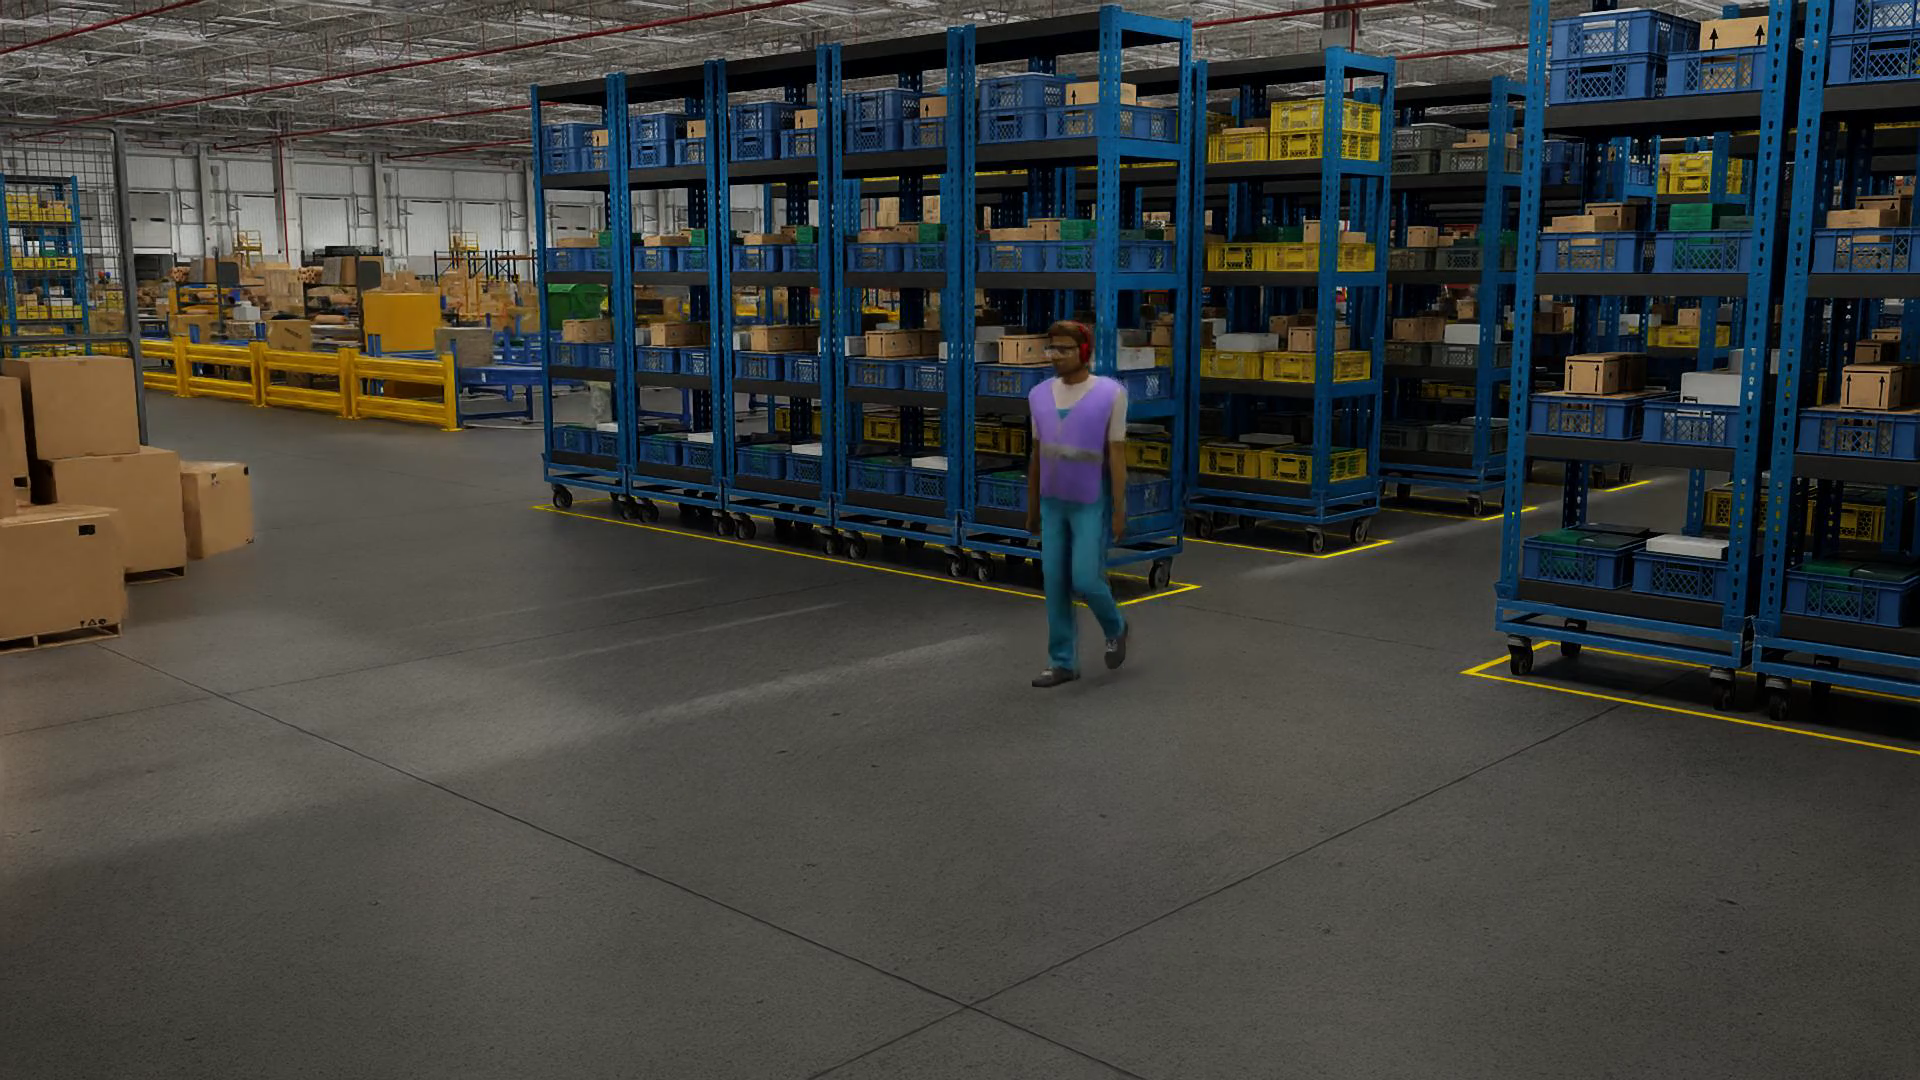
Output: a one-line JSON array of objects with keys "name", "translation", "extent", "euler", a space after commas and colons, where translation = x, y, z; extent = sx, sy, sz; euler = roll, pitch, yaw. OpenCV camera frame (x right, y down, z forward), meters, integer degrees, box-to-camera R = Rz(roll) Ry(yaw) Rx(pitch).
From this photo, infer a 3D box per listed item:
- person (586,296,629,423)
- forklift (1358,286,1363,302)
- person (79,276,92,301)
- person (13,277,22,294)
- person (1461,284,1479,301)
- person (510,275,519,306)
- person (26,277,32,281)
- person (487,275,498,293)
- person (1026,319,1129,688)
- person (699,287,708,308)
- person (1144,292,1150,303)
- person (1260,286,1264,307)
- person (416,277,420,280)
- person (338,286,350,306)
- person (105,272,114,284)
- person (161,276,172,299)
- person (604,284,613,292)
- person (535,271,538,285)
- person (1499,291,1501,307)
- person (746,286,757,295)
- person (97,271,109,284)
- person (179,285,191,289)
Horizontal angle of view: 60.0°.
[{"name": "person", "translation": [-3.695, -1.664, 17.513], "extent": [0.599, 1.789, 0.923], "euler": [1, 9, 8]}, {"name": "forklift", "translation": [11.100, -7.017, 46.970], "extent": [1.873, 2.768, 1.129], "euler": [9, 13, 43]}, {"name": "person", "translation": [-29.687, -8.053, 56.457], "extent": [0.322, 1.861, 0.517], "euler": [3, 10, 16]}, {"name": "person", "translation": [-39.581, -10.280, 69.935], "extent": [0.594, 1.911, 0.471], "euler": [7, 11, 36]}, {"name": "person", "translation": [8.950, -3.584, 28.943], "extent": [0.433, 1.891, 0.659], "euler": [-8, 12, -41]}, {"name": "person", "translation": [-15.654, -8.390, 58.489], "extent": [0.319, 1.865, 0.521], "euler": [-7, 11, -35]}, {"name": "person", "translation": [-42.915, -11.408, 76.771], "extent": [0.542, 1.938, 0.358], "euler": [9, 13, 43]}, {"name": "person", "translation": [-22.547, -11.893, 80.281], "extent": [0.525, 1.765, 0.329], "euler": [-3, 10, -17]}, {"name": "person", "translation": [0.594, -0.183, 8.284], "extent": [0.587, 1.826, 0.533], "euler": [8, 12, 39]}, {"name": "person", "translation": [-7.753, -6.877, 49.771], "extent": [0.538, 1.688, 0.363], "euler": [-9, 13, -44]}, {"name": "person", "translation": [7.032, -9.023, 62.881], "extent": [0.320, 1.697, 0.532], "euler": [1, 9, 4]}, {"name": "person", "translation": [9.349, -7.473, 52.703], "extent": [0.642, 1.918, 0.441], "euler": [-2, 10, -14]}, {"name": "person", "translation": [-27.616, -12.571, 84.776], "extent": [0.531, 1.665, 0.866], "euler": [-6, 11, -31]}, {"name": "person", "translation": [-16.810, -6.131, 45.086], "extent": [0.656, 1.718, 0.530], "euler": [0, 9, 1]}, {"name": "person", "translation": [-38.276, -11.095, 74.821], "extent": [0.392, 1.946, 0.616], "euler": [4, 10, 21]}, {"name": "person", "translation": [-36.253, -11.178, 75.960], "extent": [0.322, 1.741, 0.489], "euler": [8, 12, 40]}, {"name": "person", "translation": [-12.957, -8.744, 60.879], "extent": [0.898, 1.785, 0.621], "euler": [-2, 9, -12]}, {"name": "person", "translation": [-24.884, -14.947, 98.512], "extent": [0.548, 1.922, 0.688], "euler": [1, 9, 8]}, {"name": "person", "translation": [14.282, -5.871, 43.787], "extent": [0.513, 1.614, 0.507], "euler": [-4, 10, -25]}, {"name": "person", "translation": [-9.150, -10.856, 73.388], "extent": [0.546, 1.939, 0.375], "euler": [-1, 9, -4]}, {"name": "person", "translation": [-33.881, -9.644, 65.785], "extent": [0.612, 1.995, 0.382], "euler": [5, 11, 29]}, {"name": "person", "translation": [-24.885, -7.610, 53.369], "extent": [0.603, 1.994, 1.088], "euler": [9, 13, 44]}]
